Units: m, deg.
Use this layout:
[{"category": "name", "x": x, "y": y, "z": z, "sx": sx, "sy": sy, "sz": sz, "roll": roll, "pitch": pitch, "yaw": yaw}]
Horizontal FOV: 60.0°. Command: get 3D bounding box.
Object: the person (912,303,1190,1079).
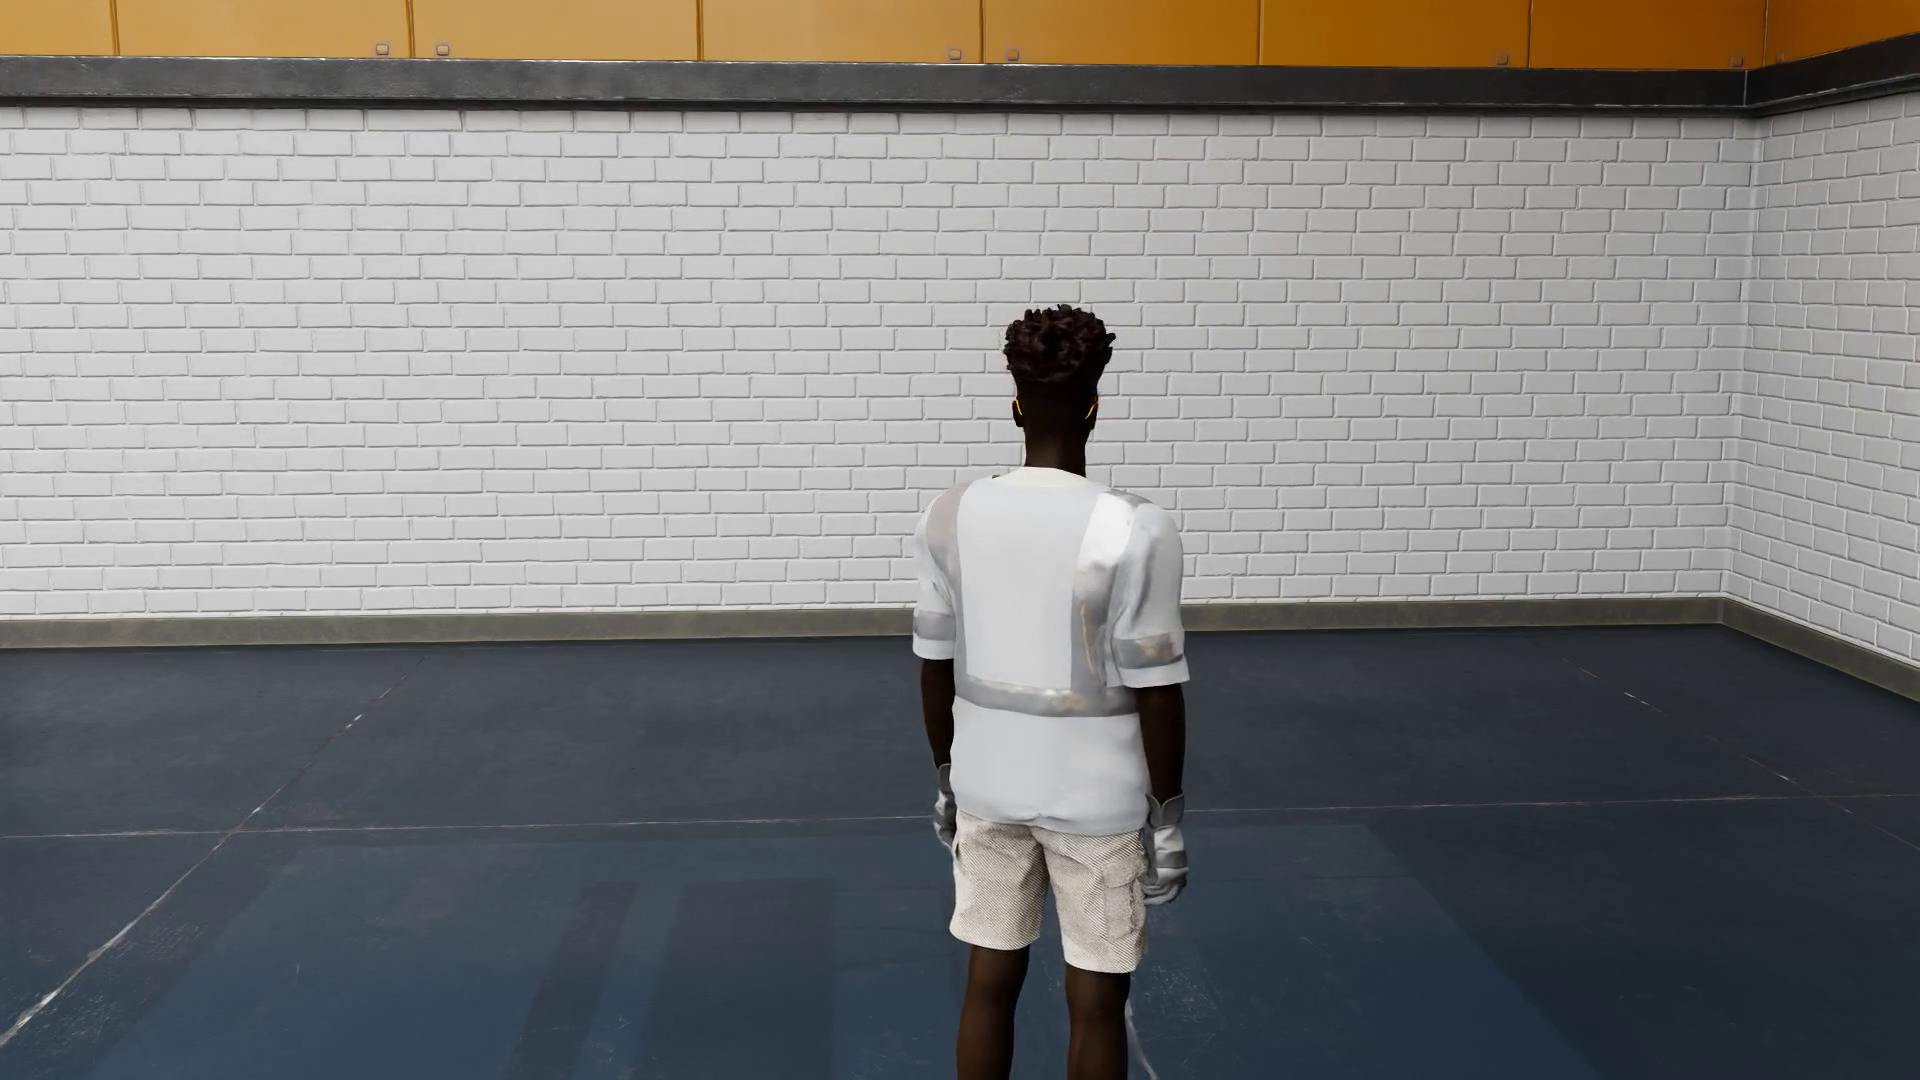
[{"category": "person", "x": 0.195, "y": 0.508, "z": 3.398, "sx": 0.610, "sy": 1.966, "sz": 0.364, "roll": 6, "pitch": 11, "yaw": 31}]
